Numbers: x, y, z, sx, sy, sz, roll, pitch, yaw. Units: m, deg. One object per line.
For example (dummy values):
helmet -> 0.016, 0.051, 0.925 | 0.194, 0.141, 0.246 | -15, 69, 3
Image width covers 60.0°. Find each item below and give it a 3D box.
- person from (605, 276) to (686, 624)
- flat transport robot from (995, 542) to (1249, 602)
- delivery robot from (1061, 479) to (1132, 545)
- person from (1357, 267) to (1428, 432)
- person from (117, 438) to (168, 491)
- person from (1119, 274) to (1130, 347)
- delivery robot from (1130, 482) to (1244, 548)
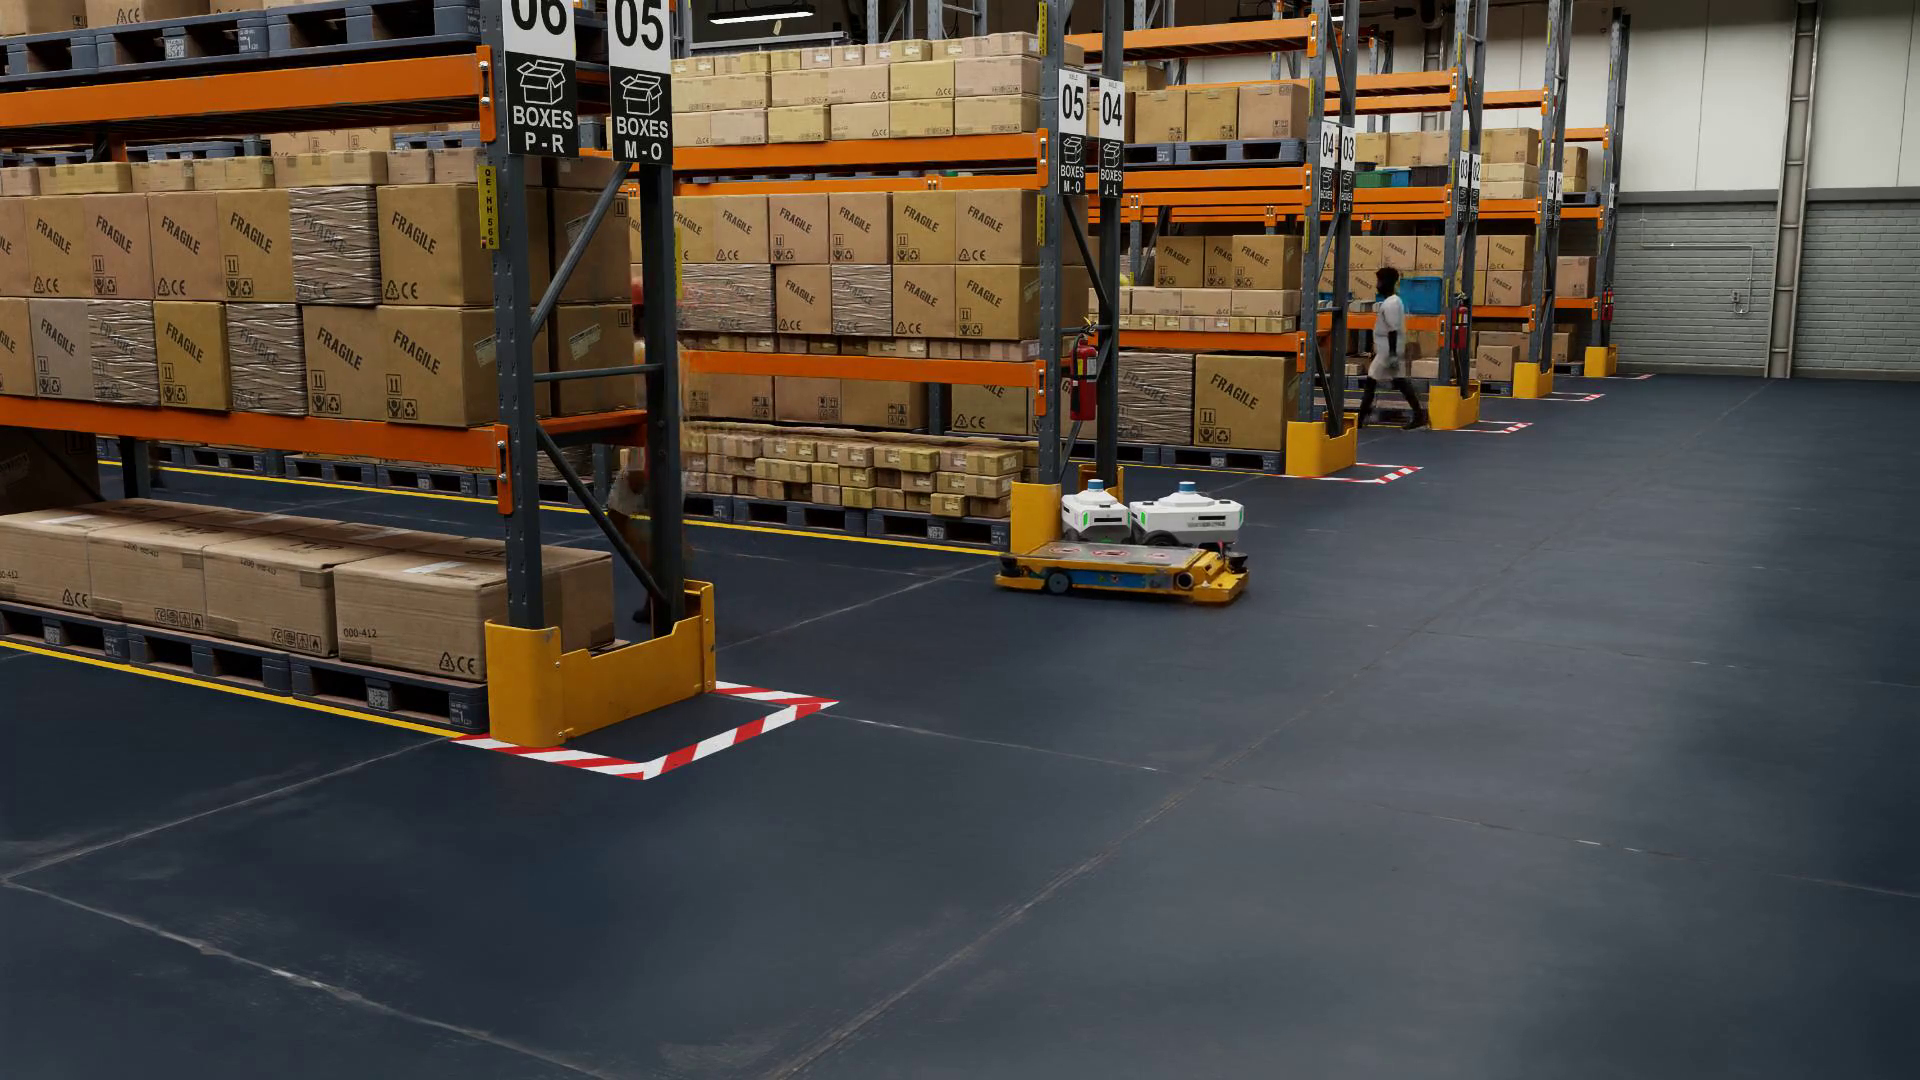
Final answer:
person -> -1.691, -0.472, 9.090 | 0.448, 1.918, 0.568 | 3, 10, 16
flat transport robot -> 0.992, 0.176, 10.127 | 1.431, 0.197, 0.652 | 3, 10, 19
delivery robot -> 0.891, -0.157, 10.972 | 0.477, 0.478, 0.707 | -1, 10, -9
person -> 4.954, -2.187, 19.198 | 1.022, 1.919, 0.605 | 5, 11, 25
person -> -7.173, -1.390, 14.423 | 0.366, 1.936, 0.547 | 6, 12, 33
person -> 1.732, -2.010, 18.367 | 0.404, 1.827, 0.600 | 8, 12, 39
delivery robot -> 1.481, -0.138, 10.861 | 0.707, 0.478, 0.477 | -1, 10, -8
